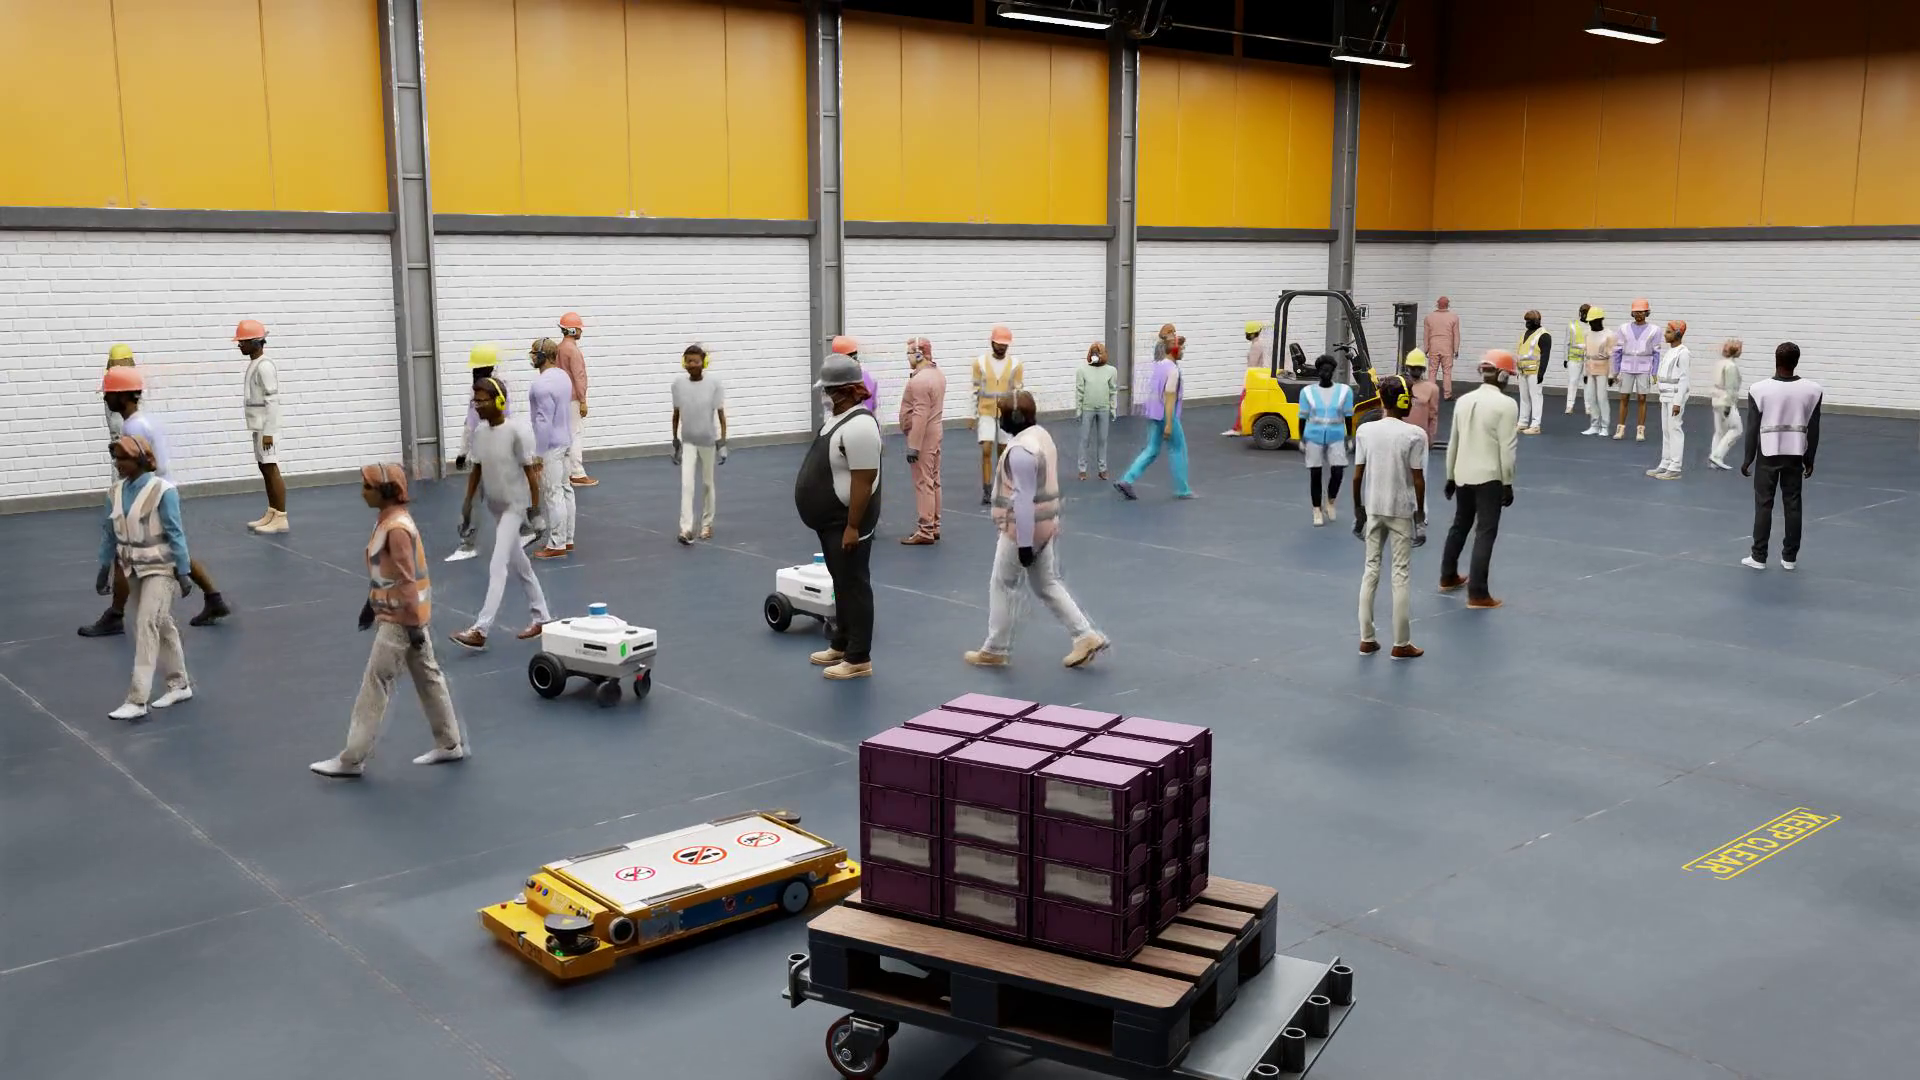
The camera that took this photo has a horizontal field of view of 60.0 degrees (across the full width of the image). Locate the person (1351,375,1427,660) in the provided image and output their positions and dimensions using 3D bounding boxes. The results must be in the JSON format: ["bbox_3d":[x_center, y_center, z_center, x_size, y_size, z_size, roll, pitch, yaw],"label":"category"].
[{"bbox_3d":[2.823,-0.148,10.934,0.521,1.862,0.335,8,13,40],"label":"person"}]

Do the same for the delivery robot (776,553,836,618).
[{"bbox_3d":[-0.969,0.337,11.636,0.477,0.478,0.707,-9,13,-41],"label":"delivery robot"}]

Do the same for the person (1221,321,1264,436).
[{"bbox_3d":[4.329,-2.338,24.200,0.890,1.710,0.511,0,10,-1],"label":"person"}]

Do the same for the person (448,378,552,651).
[{"bbox_3d":[-3.147,-0.175,11.209,0.543,1.812,0.942,8,13,39],"label":"person"}]

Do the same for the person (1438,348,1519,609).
[{"bbox_3d":[3.949,-0.487,12.673,0.526,1.957,0.763,-4,11,-24],"label":"person"}]

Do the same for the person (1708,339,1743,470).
[{"bbox_3d":[9.449,-1.658,20.472,0.368,1.625,0.515,1,10,9],"label":"person"}]

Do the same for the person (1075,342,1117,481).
[{"bbox_3d":[1.603,-1.510,19.576,0.500,1.632,0.286,-1,10,-4],"label":"person"}]

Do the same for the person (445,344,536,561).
[{"bbox_3d":[-4.130,-0.780,14.633,0.929,1.888,0.591,-7,12,-34],"label":"person"}]

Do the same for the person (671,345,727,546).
[{"bbox_3d":[-2.400,-0.862,15.218,0.554,1.818,0.956,0,10,1],"label":"person"}]

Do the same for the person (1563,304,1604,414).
[{"bbox_3d":[10.407,-3.017,27.783,0.635,1.842,0.429,4,10,21],"label":"person"}]

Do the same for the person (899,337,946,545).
[{"bbox_3d":[-0.356,-0.907,15.252,0.408,1.906,0.638,2,10,14],"label":"person"}]

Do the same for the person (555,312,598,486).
[{"bbox_3d":[-4.455,-1.618,19.149,0.377,1.995,0.612,-7,12,-37],"label":"person"}]

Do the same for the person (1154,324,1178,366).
[{"bbox_3d":[3.087,-2.409,24.831,0.279,1.634,0.497,-5,11,-28],"label":"person"}]

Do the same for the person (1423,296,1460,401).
[{"bbox_3d":[8.768,-3.477,30.272,0.651,1.913,0.410,5,11,28],"label":"person"}]

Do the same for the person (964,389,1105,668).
[{"bbox_3d":[0.493,-0.061,10.599,0.858,1.810,0.650,3,10,19],"label":"person"}]

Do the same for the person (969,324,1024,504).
[{"bbox_3d":[0.397,-1.331,17.701,0.581,1.907,0.740,0,10,-3],"label":"person"}]

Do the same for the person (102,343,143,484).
[{"bbox_3d":[-8.555,-1.141,17.088,0.487,1.746,0.287,4,11,23],"label":"person"}]

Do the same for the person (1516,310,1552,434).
[{"bbox_3d":[8.491,-2.496,24.756,0.429,1.839,0.623,-3,10,-17],"label":"person"}]

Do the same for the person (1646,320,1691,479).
[{"bbox_3d":[8.430,-1.656,19.696,0.355,1.883,0.573,1,10,5],"label":"person"}]

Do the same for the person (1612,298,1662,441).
[{"bbox_3d":[9.652,-2.428,23.742,0.605,2.045,0.378,6,11,30],"label":"person"}]

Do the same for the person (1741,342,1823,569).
[{"bbox_3d":[6.910,-0.703,14.015,0.591,1.919,0.390,1,10,7],"label":"person"}]

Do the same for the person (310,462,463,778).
[{"bbox_3d":[-2.946,0.406,8.448,0.815,1.603,0.526,-3,10,-19],"label":"person"}]

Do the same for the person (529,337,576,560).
[{"bbox_3d":[-3.567,-0.795,14.491,0.371,1.941,0.627,1,10,6],"label":"person"}]

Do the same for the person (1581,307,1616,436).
[{"bbox_3d":[9.359,-2.467,24.420,0.462,1.901,0.608,-4,10,-21],"label":"person"}]

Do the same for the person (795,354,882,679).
[{"bbox_3d":[-0.765,-0.157,10.460,0.538,2.000,0.683,-3,10,-15],"label":"person"}]

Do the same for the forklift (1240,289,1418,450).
[{"bbox_3d":[5.034,-2.339,22.783,2.313,2.155,1.214,3,10,16],"label":"forklift"}]

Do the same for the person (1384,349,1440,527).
[{"bbox_3d":[4.430,-1.003,16.343,0.529,1.729,0.783,2,10,12],"label":"person"}]

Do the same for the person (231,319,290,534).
[{"bbox_3d":[-6.667,-1.074,15.829,0.395,2.038,0.615,-6,11,-32],"label":"person"}]

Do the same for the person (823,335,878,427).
[{"bbox_3d":[-1.080,-0.955,15.557,0.711,1.900,0.538,7,12,36],"label":"person"}]

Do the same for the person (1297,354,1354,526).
[{"bbox_3d":[3.557,-0.968,16.228,0.556,1.684,0.368,2,10,10],"label":"person"}]

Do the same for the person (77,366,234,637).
[{"bbox_3d":[-5.659,-0.282,11.659,0.991,1.894,0.560,-3,10,-19],"label":"person"}]

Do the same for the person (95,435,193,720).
[{"bbox_3d":[-4.733,0.219,9.493,0.550,1.606,0.754,5,11,26],"label":"person"}]

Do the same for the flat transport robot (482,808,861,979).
[{"bbox_3d":[-1.106,1.375,6.665,1.431,0.197,0.652,-8,13,-40],"label":"flat transport robot"}]

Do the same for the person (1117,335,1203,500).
[{"bbox_3d":[2.157,-1.311,17.956,0.914,1.807,0.594,-2,10,-14],"label":"person"}]

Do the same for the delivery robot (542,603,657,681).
[{"bbox_3d":[-2.158,0.623,9.960,0.707,0.478,0.477,6,11,31],"label":"delivery robot"}]
